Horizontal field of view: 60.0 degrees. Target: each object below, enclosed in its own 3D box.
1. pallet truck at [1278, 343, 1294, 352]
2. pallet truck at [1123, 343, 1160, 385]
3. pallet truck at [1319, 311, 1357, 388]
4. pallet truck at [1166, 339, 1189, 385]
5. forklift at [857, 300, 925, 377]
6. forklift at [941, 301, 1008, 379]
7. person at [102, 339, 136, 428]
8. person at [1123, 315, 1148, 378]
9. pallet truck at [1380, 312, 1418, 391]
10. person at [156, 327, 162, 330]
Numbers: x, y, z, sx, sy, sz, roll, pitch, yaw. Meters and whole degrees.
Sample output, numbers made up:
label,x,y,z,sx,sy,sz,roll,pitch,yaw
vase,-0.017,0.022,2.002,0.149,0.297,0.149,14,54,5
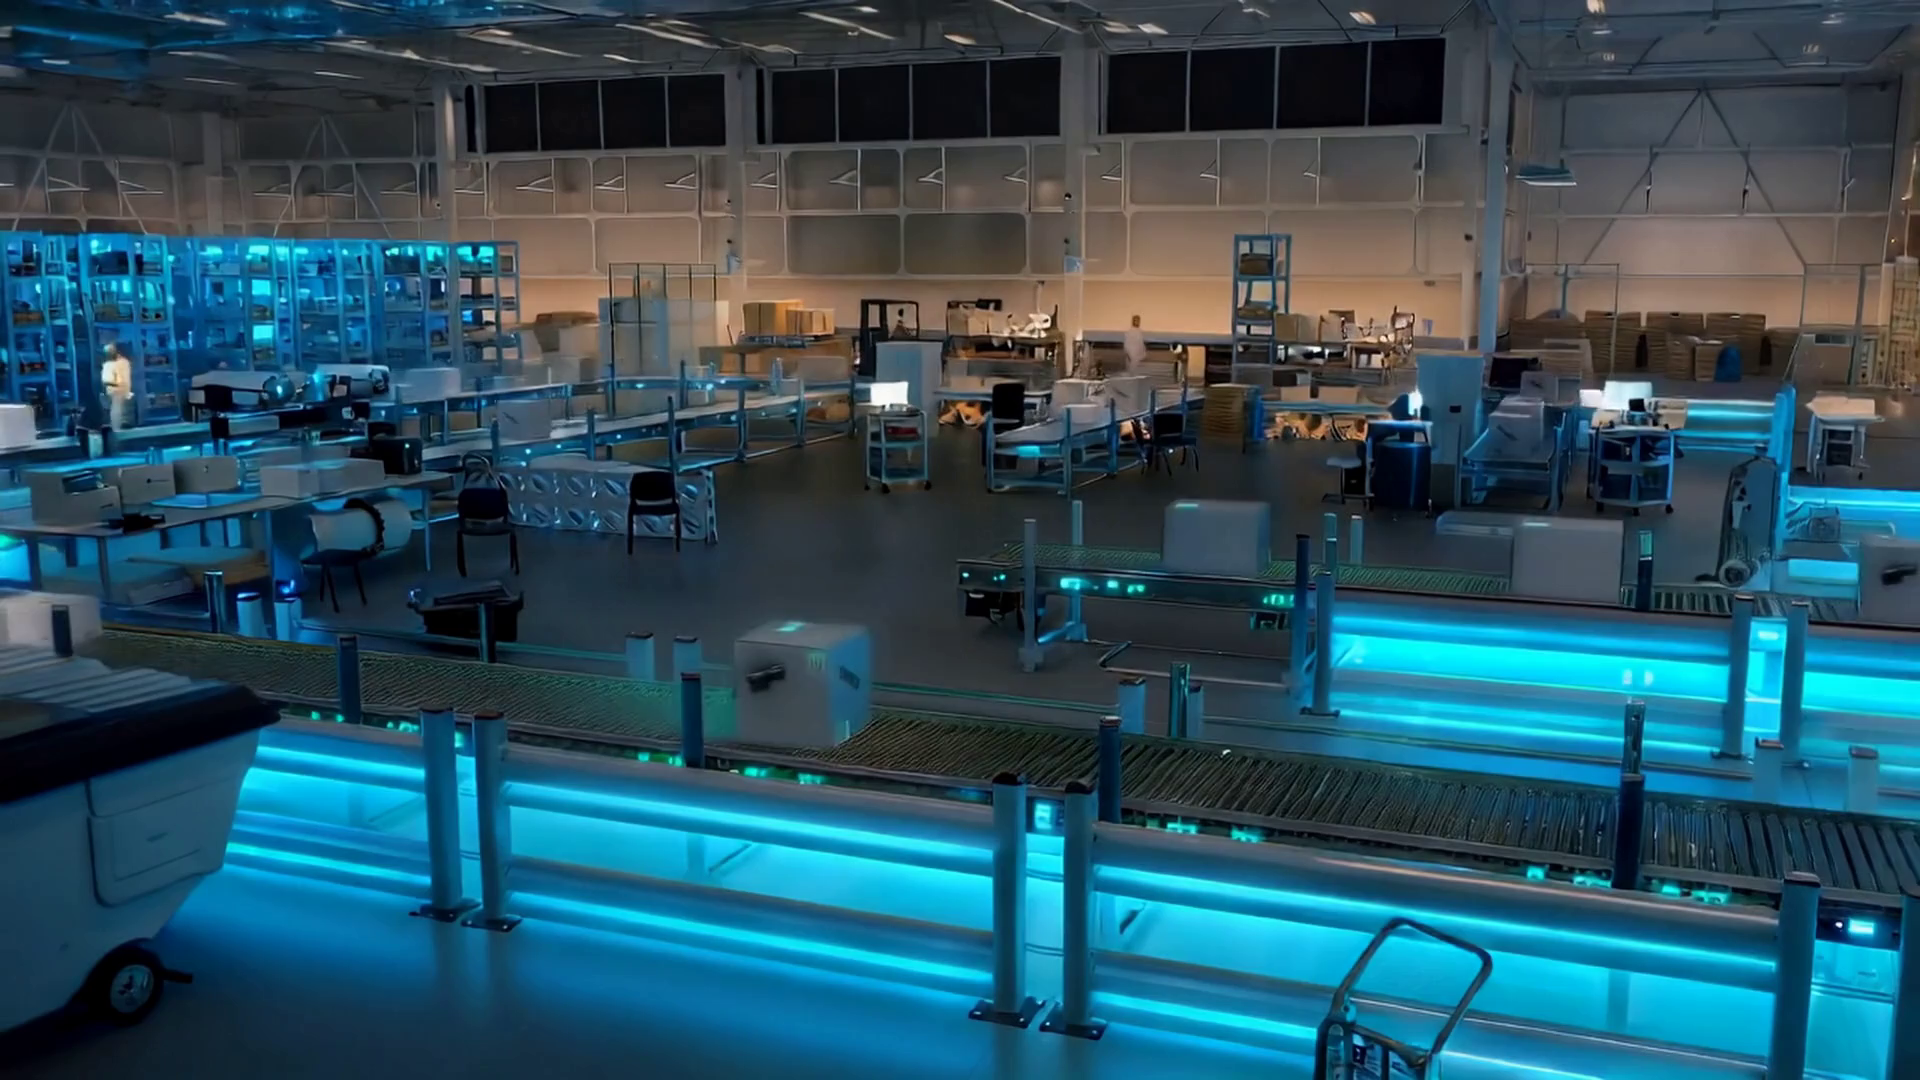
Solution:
label,x,y,z,sx,sy,sz,roll,pitch,yaw
pallet truck,7.886,-4.163,39.743,0.653,1.274,1.630,4,10,22
pallet truck,4.445,-4.380,41.279,0.680,1.201,1.601,4,10,22
pallet truck,9.071,-4.419,39.190,0.823,1.965,1.885,5,10,26
pallet truck,5.418,-4.269,40.420,0.704,1.261,1.522,3,10,20
forklift,-1.732,-5.109,42.468,1.157,1.987,2.680,4,10,22
forklift,0.365,-4.966,41.571,1.157,1.987,2.680,3,10,20
person,-14.116,-2.472,27.941,0.602,1.817,0.676,6,11,31
person,4.148,-4.267,38.632,0.747,1.882,0.650,-2,10,-15
pallet truck,10.207,-4.283,38.369,0.823,1.965,1.885,3,10,20
person,-17.855,-3.990,37.104,0.572,1.832,0.398,-6,11,-34
